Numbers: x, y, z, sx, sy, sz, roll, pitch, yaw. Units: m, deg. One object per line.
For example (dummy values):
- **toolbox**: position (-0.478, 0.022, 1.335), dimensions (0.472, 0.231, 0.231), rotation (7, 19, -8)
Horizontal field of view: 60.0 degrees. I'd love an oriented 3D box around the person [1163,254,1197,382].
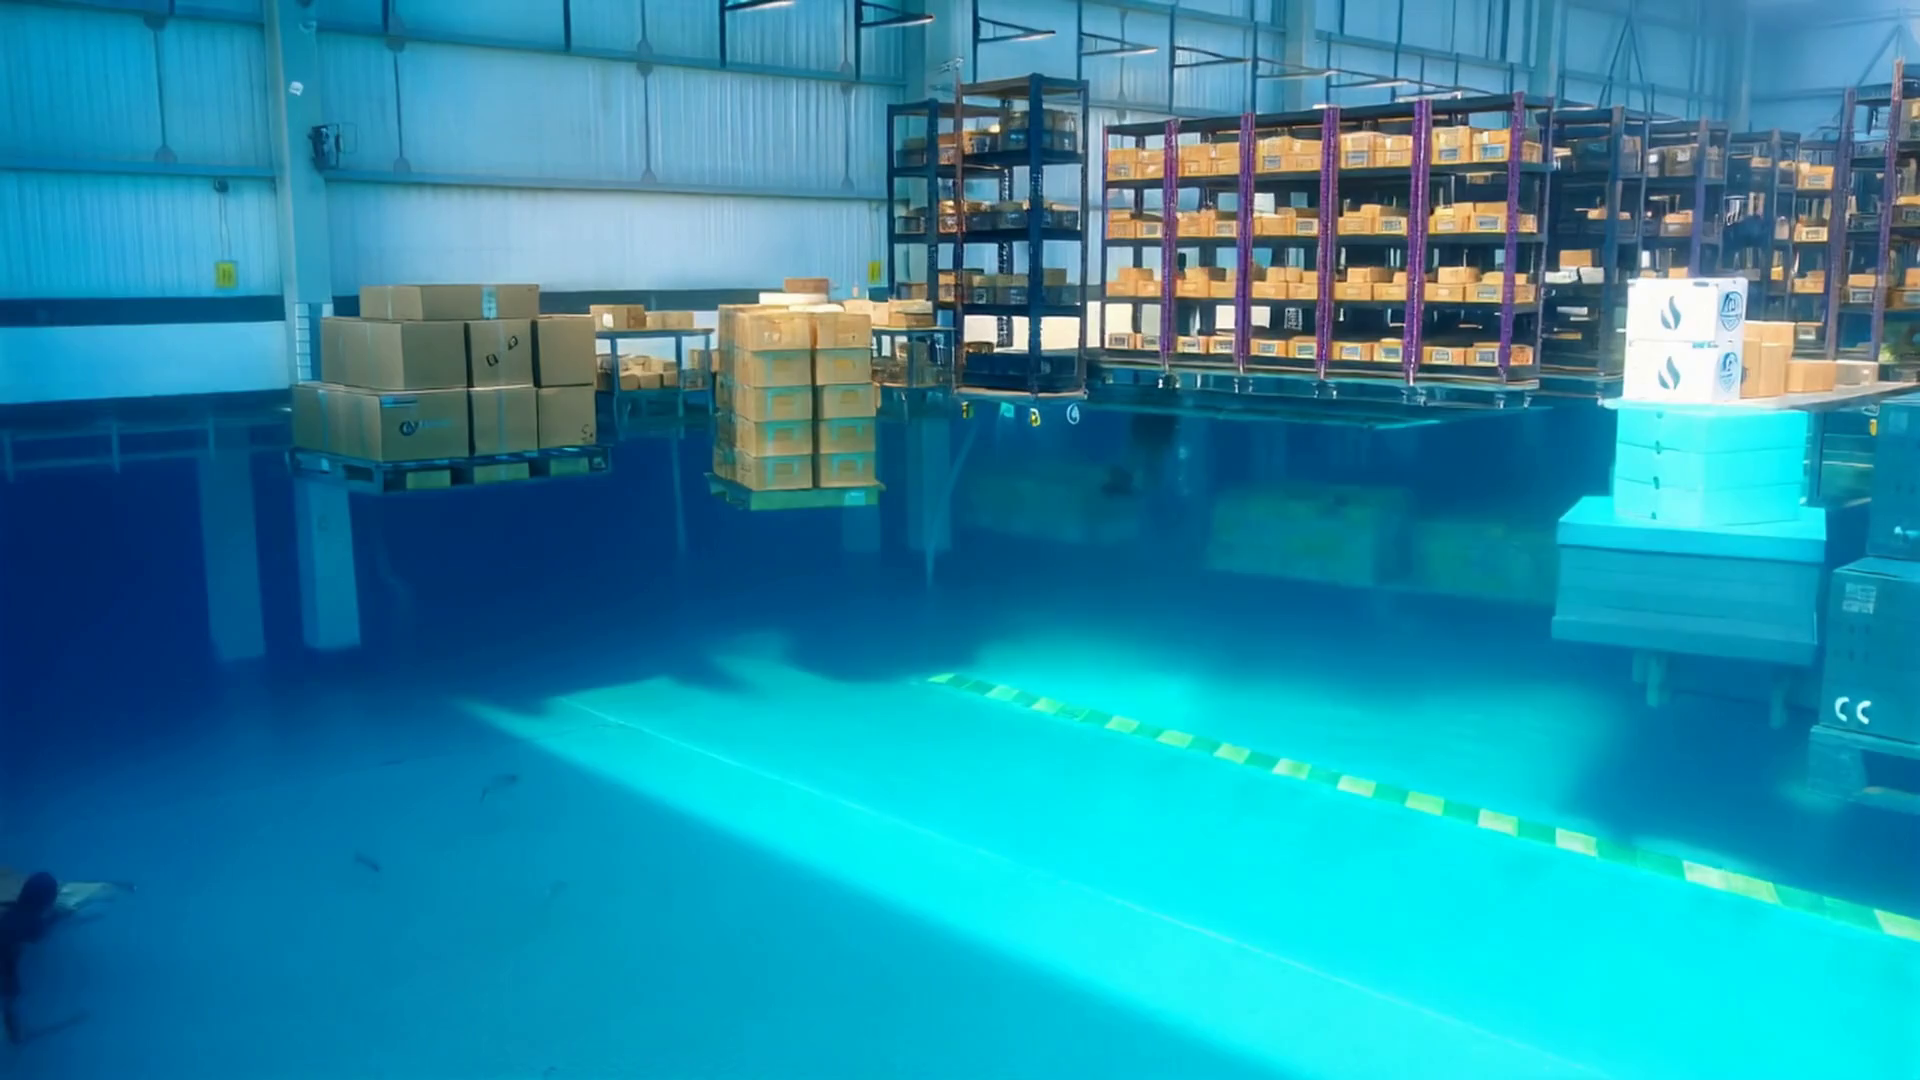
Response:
- **person**: position (3.178, -3.208, 24.031), dimensions (0.563, 1.839, 0.389), rotation (7, 12, 35)
